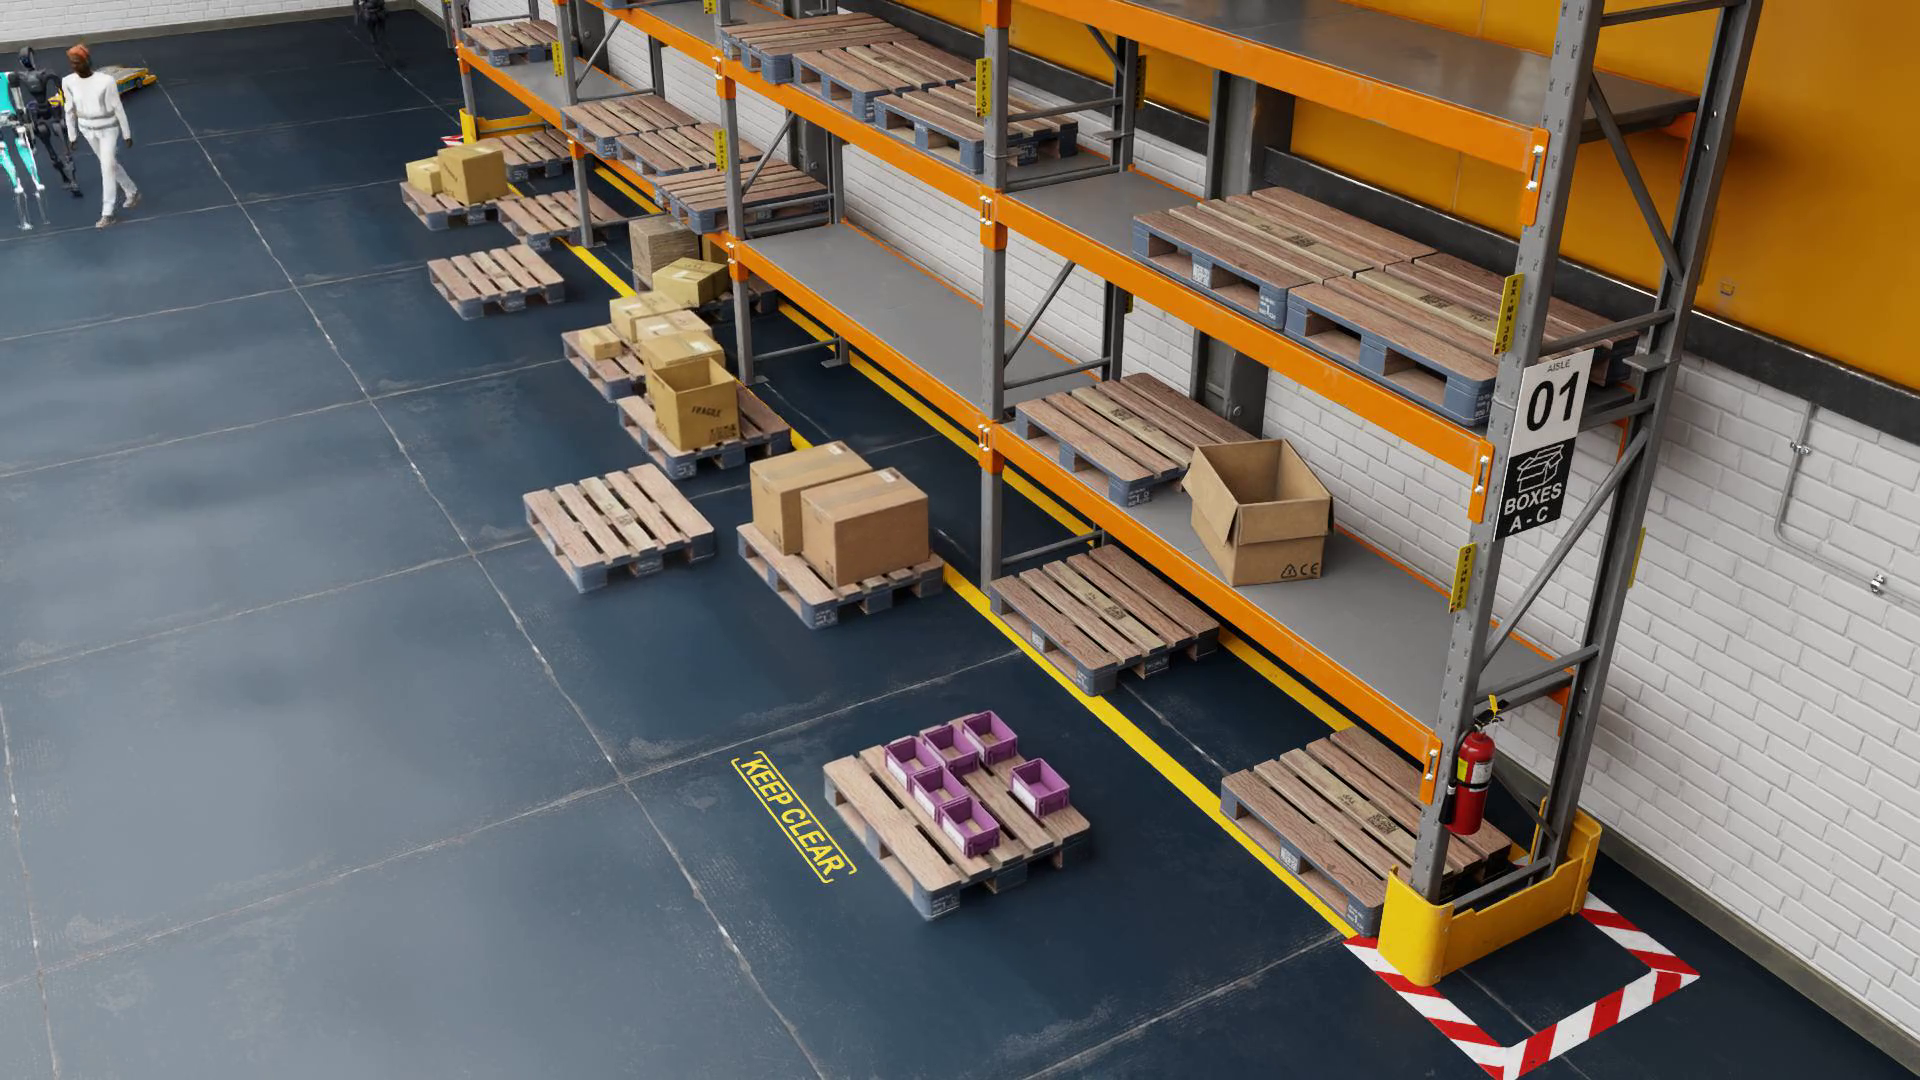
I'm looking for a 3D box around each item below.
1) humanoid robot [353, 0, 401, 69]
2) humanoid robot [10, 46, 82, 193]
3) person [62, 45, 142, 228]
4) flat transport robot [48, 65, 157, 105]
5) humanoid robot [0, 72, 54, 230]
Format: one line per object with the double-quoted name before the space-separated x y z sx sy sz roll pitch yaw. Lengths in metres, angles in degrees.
"humanoid robot" -8.283 -7.481 23.425 0.390 1.641 0.596 14 32 23
"humanoid robot" -10.111 -4.646 18.426 0.615 1.632 0.694 -9 31 -16
"person" -9.166 -4.342 17.713 0.592 1.835 0.994 3 30 4
"flat transport robot" -11.570 -6.129 22.453 0.659 0.231 1.431 4 30 8
"humanoid robot" -9.889 -4.107 17.406 0.531 1.790 0.696 -25 38 -37
